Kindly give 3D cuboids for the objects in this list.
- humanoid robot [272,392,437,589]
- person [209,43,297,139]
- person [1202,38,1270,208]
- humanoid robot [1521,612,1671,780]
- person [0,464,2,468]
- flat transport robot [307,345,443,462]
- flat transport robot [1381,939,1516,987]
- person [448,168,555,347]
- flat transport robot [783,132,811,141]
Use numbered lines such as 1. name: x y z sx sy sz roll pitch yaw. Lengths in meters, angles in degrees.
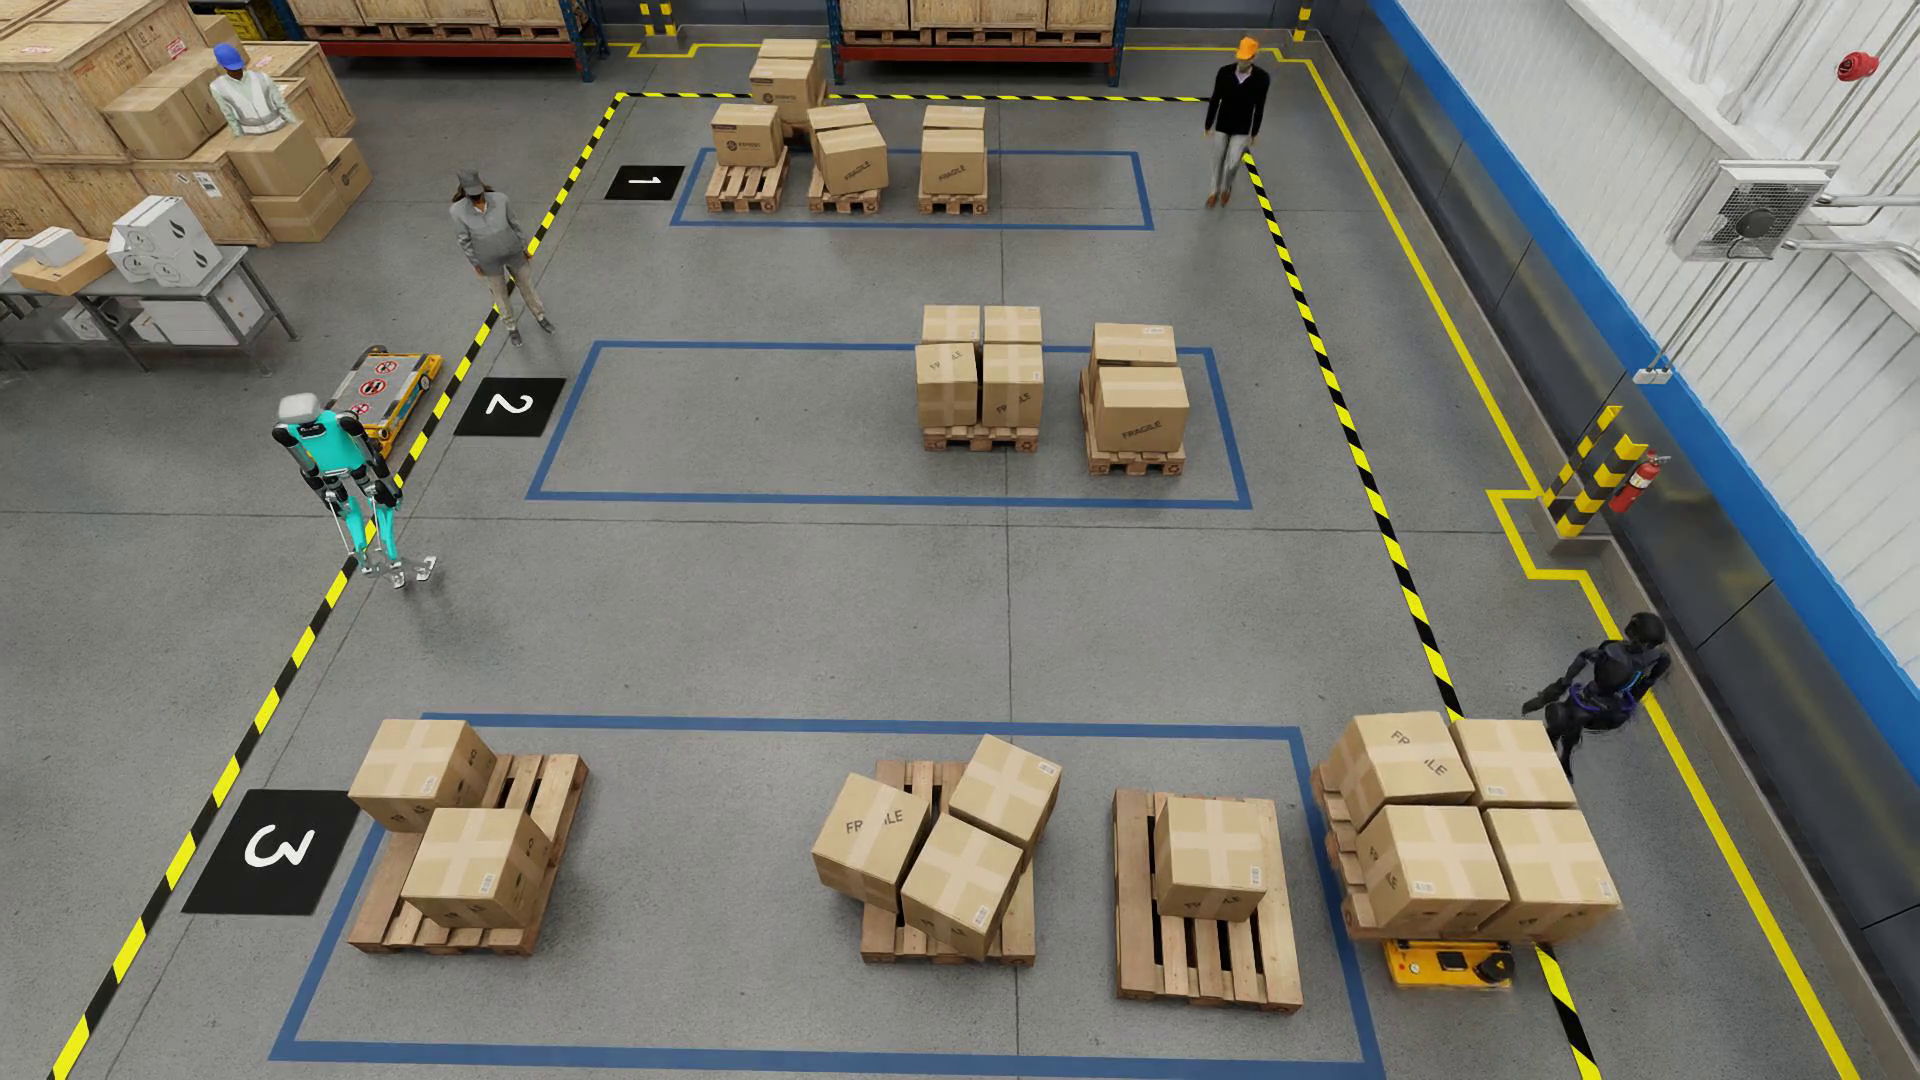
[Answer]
1. humanoid robot: -4.282 -0.205 6.488 0.533 1.681 0.735 -11 51 -9
2. person: -7.523 -4.405 10.008 0.614 1.932 0.417 -32 57 -24
3. person: 3.016 -4.587 10.200 0.603 1.867 0.442 23 54 19
4. humanoid robot: 3.835 1.019 5.586 0.600 1.651 0.347 1 50 1
5. person: -8.592 -1.131 7.264 0.356 1.887 0.572 4 50 3
6. flat transport robot: -5.383 -1.269 8.441 0.659 0.231 1.431 1 50 1
7. flat transport robot: 2.842 1.974 5.679 0.652 0.197 1.431 1 50 1
8. person: -4.345 -2.682 8.655 0.563 1.764 0.402 -29 56 -23
9. flat transport robot: -2.111 -5.428 11.942 1.431 0.197 0.652 1 50 1
